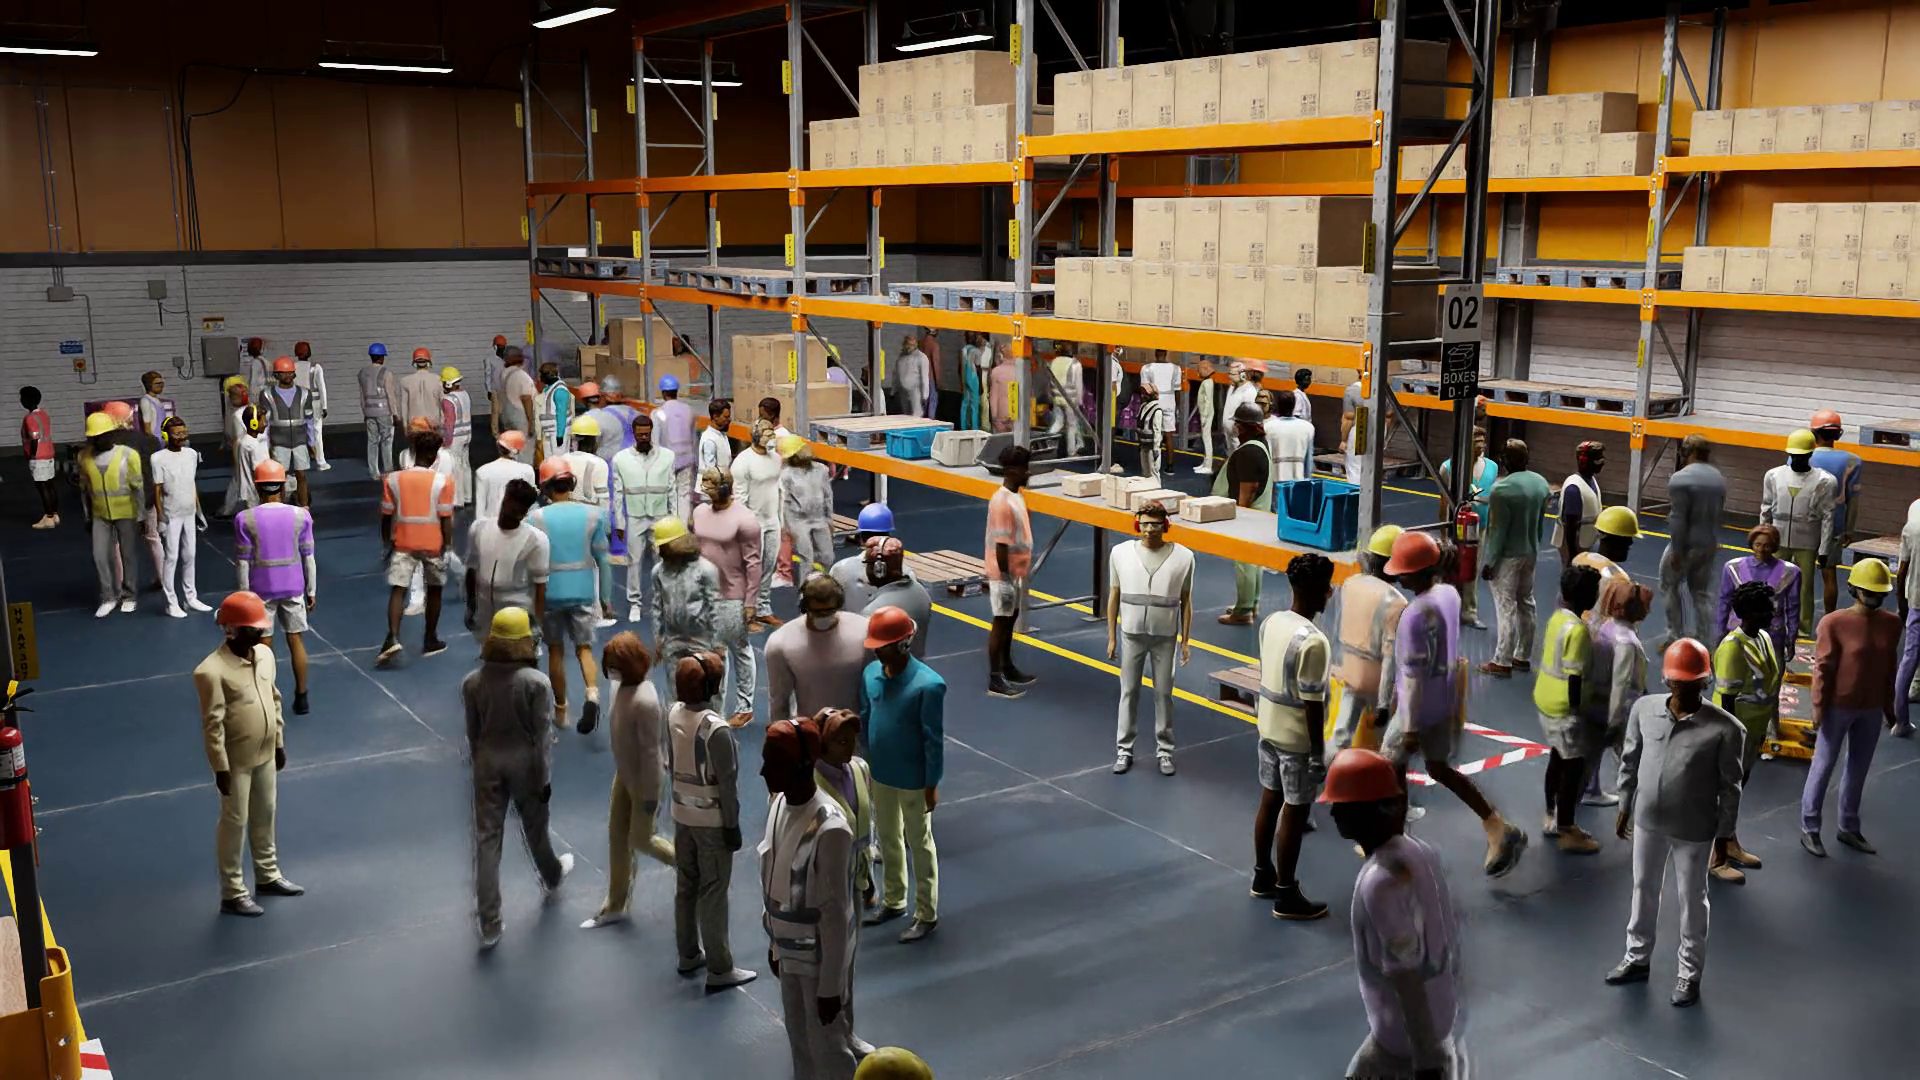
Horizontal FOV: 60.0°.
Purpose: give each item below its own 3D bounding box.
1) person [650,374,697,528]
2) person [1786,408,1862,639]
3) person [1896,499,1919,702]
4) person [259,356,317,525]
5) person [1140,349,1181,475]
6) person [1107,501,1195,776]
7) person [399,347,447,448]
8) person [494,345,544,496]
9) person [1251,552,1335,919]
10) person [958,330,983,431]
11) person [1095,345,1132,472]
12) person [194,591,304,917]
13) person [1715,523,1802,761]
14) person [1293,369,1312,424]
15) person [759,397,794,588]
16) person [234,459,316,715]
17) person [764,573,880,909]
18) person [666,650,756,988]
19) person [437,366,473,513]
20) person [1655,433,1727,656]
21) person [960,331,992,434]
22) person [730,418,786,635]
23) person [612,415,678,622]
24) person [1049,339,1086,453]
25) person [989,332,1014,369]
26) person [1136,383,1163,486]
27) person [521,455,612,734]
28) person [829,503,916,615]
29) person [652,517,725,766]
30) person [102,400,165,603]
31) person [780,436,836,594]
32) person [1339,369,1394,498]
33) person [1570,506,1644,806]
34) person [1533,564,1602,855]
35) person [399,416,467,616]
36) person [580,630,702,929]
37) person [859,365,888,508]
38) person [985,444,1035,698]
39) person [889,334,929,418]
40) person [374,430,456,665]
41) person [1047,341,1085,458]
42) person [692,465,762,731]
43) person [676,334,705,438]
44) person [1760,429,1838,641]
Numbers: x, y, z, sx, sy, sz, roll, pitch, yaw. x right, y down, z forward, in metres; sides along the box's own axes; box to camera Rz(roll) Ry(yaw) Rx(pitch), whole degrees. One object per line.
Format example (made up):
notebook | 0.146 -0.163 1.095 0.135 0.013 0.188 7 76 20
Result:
person | -3.226 -0.904 18.741 0.628 1.932 0.487 -7 13 -32
person | 7.504 -0.134 14.568 0.611 2.035 0.407 2 11 10
person | 7.293 0.349 12.455 0.400 1.896 0.653 -4 12 -18
person | -7.987 -1.168 19.812 0.612 2.048 0.363 -7 13 -32
person | 2.857 -1.895 23.780 0.603 1.957 0.386 -1 11 -7
person | 1.262 0.643 11.060 0.565 1.846 0.390 1 11 7
person | -7.020 -1.533 21.853 0.612 1.984 0.409 -3 11 -15
person | -5.798 -1.617 22.128 0.843 2.000 0.538 10 15 41
person | 1.780 1.026 8.823 0.379 1.958 0.607 -3 11 -16
person | 0.184 -2.587 27.594 0.508 1.846 0.345 10 15 42
person | 2.221 -2.004 24.107 0.535 2.000 0.681 -1 11 -4
person | -3.782 1.124 8.866 0.353 1.743 0.568 3 11 15
person | 5.454 0.685 11.402 0.522 1.631 0.321 7 13 30
person | 4.497 -1.433 22.075 0.321 1.694 0.529 3 11 15
person | -1.824 -0.481 16.668 0.401 1.908 0.597 -3 11 -16
person | -5.055 0.362 12.304 0.549 1.925 0.384 -7 13 -34
person | -0.677 1.075 8.707 0.665 1.900 0.461 -1 11 -7
person | -1.229 1.339 8.016 0.307 1.645 0.514 -10 15 -41
person | -6.321 -1.256 20.812 0.404 1.834 0.589 1 11 7
person | 6.120 0.071 13.860 0.644 1.900 0.545 -5 12 -24
person | 0.306 -2.545 27.444 0.584 1.814 0.775 -3 12 -17
person | -1.782 -0.127 14.802 0.359 1.931 0.634 7 13 31
person | -2.877 -0.200 15.228 0.584 1.911 0.392 -4 12 -20
person | 1.644 -2.268 26.044 0.566 1.829 0.886 -9 14 -39
person | 0.825 -3.294 30.869 0.614 1.986 0.414 -2 11 -10
person | 2.373 -1.146 20.775 0.313 1.634 0.514 -4 12 -19
person | -2.787 0.417 11.824 0.662 2.009 0.723 -5 12 -23
person | -0.523 0.736 10.357 0.609 1.939 0.417 6 12 27
person | -1.821 0.687 11.162 0.525 1.721 0.353 3 11 14
person | -7.971 -0.383 16.067 0.687 1.955 0.700 10 15 42
person | -1.372 -0.136 15.450 0.584 1.692 0.325 -6 12 -27
person | 4.900 -1.259 20.295 0.689 2.000 0.539 -4 12 -19
person | 4.026 0.726 10.468 0.399 1.912 0.596 -2 11 -8
person | 3.571 0.972 9.771 0.367 1.690 0.541 1 11 7
person | -4.972 -0.259 15.663 0.578 1.860 0.850 4 12 18
person | -1.649 1.234 8.678 0.644 1.615 0.527 -7 13 -32
person | -1.087 -1.294 20.973 0.336 1.844 0.508 -3 11 -14
person | 0.380 0.229 12.883 0.365 1.962 0.611 2 11 10
person | -0.809 -2.266 25.873 0.788 1.888 0.398 10 15 41
person | -4.530 0.069 13.819 0.653 1.928 0.778 0 11 -2
person | 1.586 -2.096 25.137 0.647 1.827 0.569 8 14 36
person | -1.700 0.411 12.019 0.628 1.937 0.378 8 14 35
person | -4.169 -2.261 25.837 0.725 1.886 0.616 4 12 19
person | 7.066 0.015 14.096 0.586 1.920 0.397 10 15 43
